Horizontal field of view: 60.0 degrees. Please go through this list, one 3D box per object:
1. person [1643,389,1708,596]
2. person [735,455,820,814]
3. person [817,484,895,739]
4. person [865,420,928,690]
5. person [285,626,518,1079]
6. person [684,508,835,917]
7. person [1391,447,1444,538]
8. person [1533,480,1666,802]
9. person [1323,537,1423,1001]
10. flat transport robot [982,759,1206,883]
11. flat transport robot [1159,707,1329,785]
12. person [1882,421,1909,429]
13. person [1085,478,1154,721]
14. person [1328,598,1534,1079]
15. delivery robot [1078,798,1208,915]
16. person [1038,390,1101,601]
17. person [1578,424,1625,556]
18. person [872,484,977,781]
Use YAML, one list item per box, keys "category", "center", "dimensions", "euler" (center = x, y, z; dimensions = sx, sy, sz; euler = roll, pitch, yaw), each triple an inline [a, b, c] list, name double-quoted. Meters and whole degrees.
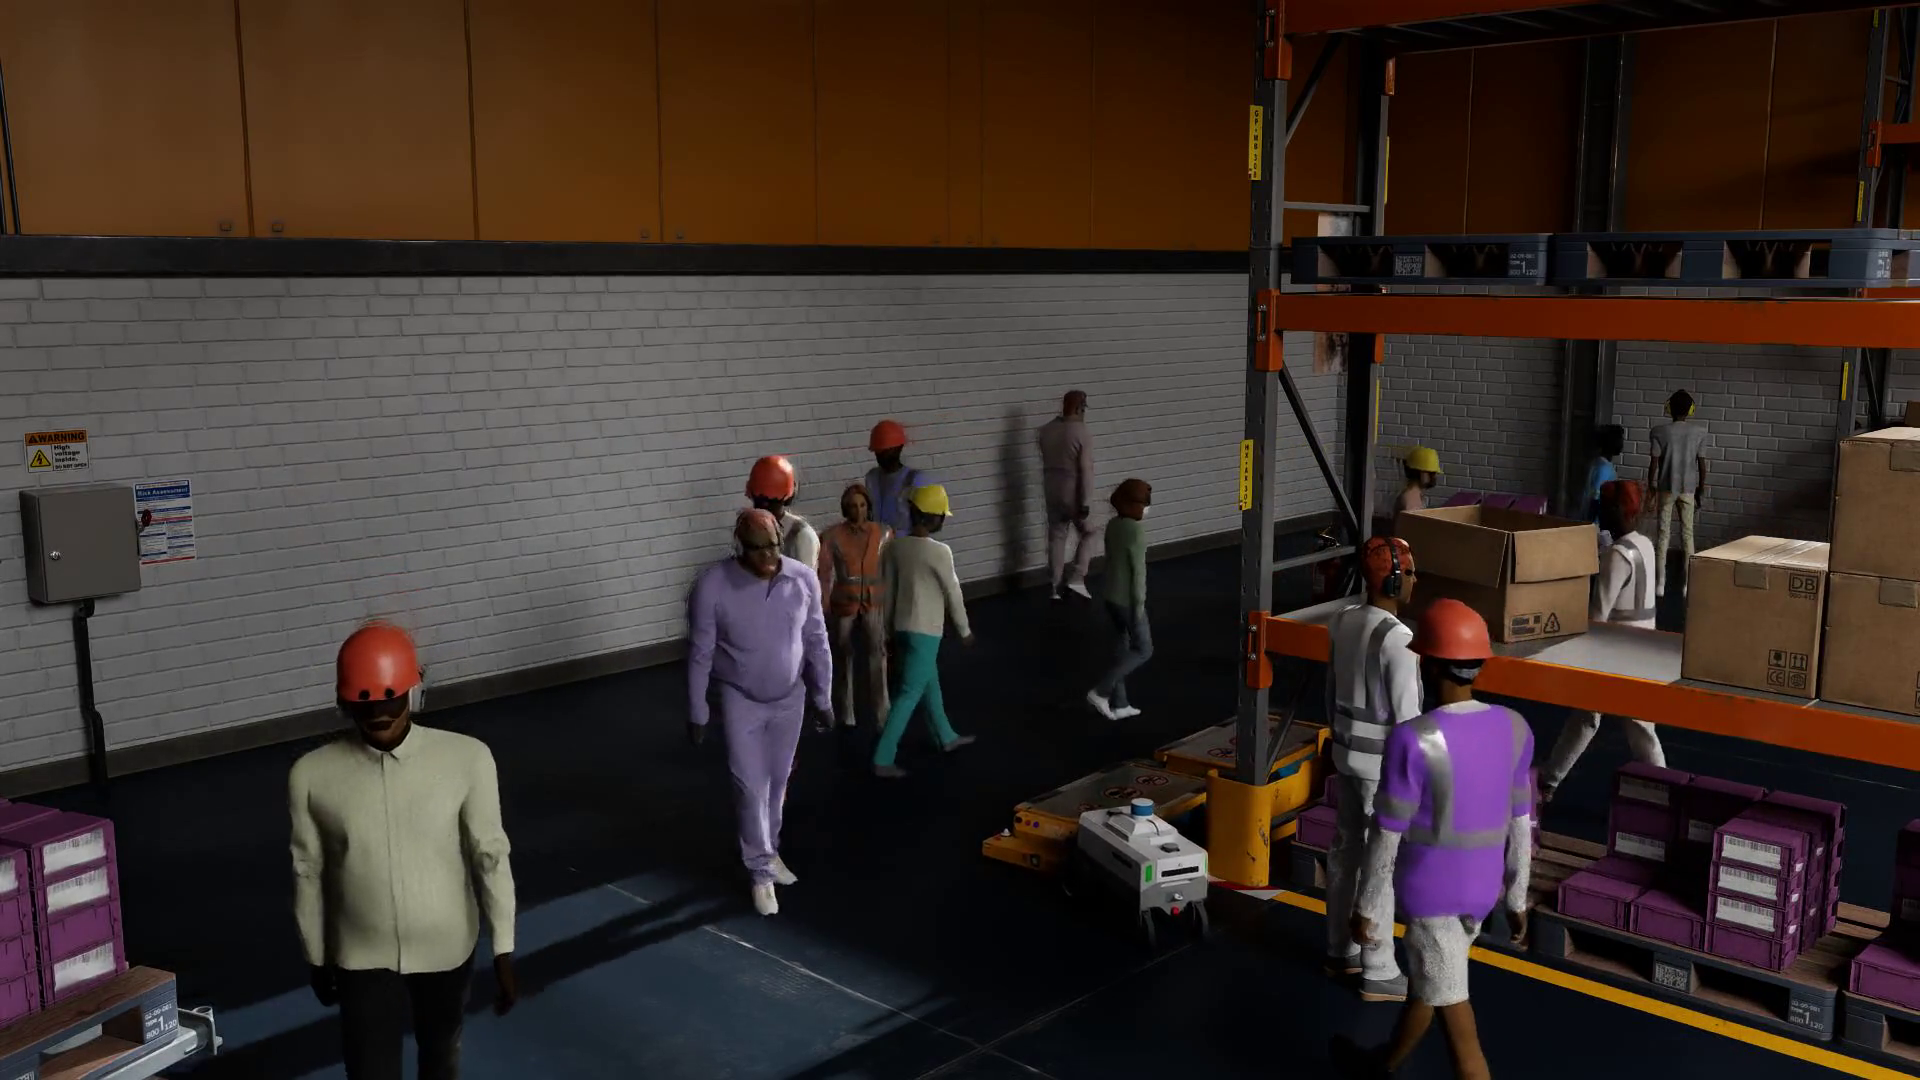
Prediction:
- category: "person"
  center: [6.452, -0.421, 15.010]
  dimensions: [0.518, 1.874, 0.330]
  euler: [2, 10, 15]
- category: "person"
  center: [-1.006, 0.519, 8.889]
  dimensions: [0.651, 1.992, 0.485]
  euler: [8, 12, 39]
- category: "person"
  center: [-0.636, 0.453, 10.486]
  dimensions: [0.542, 1.589, 0.853]
  euler: [-2, 10, -15]
- category: "person"
  center: [-0.412, 0.089, 11.780]
  dimensions: [0.583, 1.911, 0.725]
  euler: [8, 12, 40]
- category: "person"
  center: [-1.644, 1.194, 4.943]
  dimensions: [0.620, 1.941, 1.050]
  euler: [-3, 10, -18]
- category: "person"
  center: [-0.903, 0.774, 7.725]
  dimensions: [0.686, 1.864, 0.763]
  euler: [-6, 11, -33]
- category: "person"
  center: [3.194, 0.233, 11.458]
  dimensions: [0.881, 1.725, 0.548]
  euler: [5, 11, 28]
- category: "person"
  center: [3.416, 0.594, 8.875]
  dimensions: [0.964, 1.833, 0.600]
  euler: [6, 11, 31]
- category: "person"
  center: [1.692, 0.920, 6.758]
  dimensions: [0.355, 1.883, 0.574]
  euler: [-3, 10, -18]
- category: "flat transport robot"
  center: [0.804, 1.422, 8.603]
  dimensions: [0.652, 0.197, 1.431]
  euler: [7, 12, 38]
- category: "flat transport robot"
  center: [1.710, 1.247, 9.679]
  dimensions: [0.652, 0.197, 1.431]
  euler: [7, 12, 38]
- category: "person"
  center: [6.359, 0.140, 11.429]
  dimensions: [0.591, 1.920, 0.393]
  euler: [6, 11, 31]
- category: "person"
  center: [1.044, 0.403, 10.714]
  dimensions: [0.402, 1.619, 0.559]
  euler: [-3, 10, -20]
- category: "person"
  center: [1.545, 1.124, 5.488]
  dimensions: [0.565, 1.882, 0.975]
  euler: [-5, 10, -26]
- category: "delivery robot"
  center: [0.820, 1.412, 7.513]
  dimensions: [0.477, 0.478, 0.707]
  euler: [-4, 10, -22]
- category: "person"
  center: [0.978, -0.389, 14.771]
  dimensions: [0.639, 1.885, 0.458]
  euler: [8, 12, 41]
- category: "person"
  center: [5.329, -0.171, 14.109]
  dimensions: [0.786, 1.662, 0.530]
  euler: [3, 10, 16]
- category: "person"
  center: [-0.219, 0.522, 9.750]
  dimensions: [0.922, 1.709, 0.510]
  euler: [-7, 12, -37]
